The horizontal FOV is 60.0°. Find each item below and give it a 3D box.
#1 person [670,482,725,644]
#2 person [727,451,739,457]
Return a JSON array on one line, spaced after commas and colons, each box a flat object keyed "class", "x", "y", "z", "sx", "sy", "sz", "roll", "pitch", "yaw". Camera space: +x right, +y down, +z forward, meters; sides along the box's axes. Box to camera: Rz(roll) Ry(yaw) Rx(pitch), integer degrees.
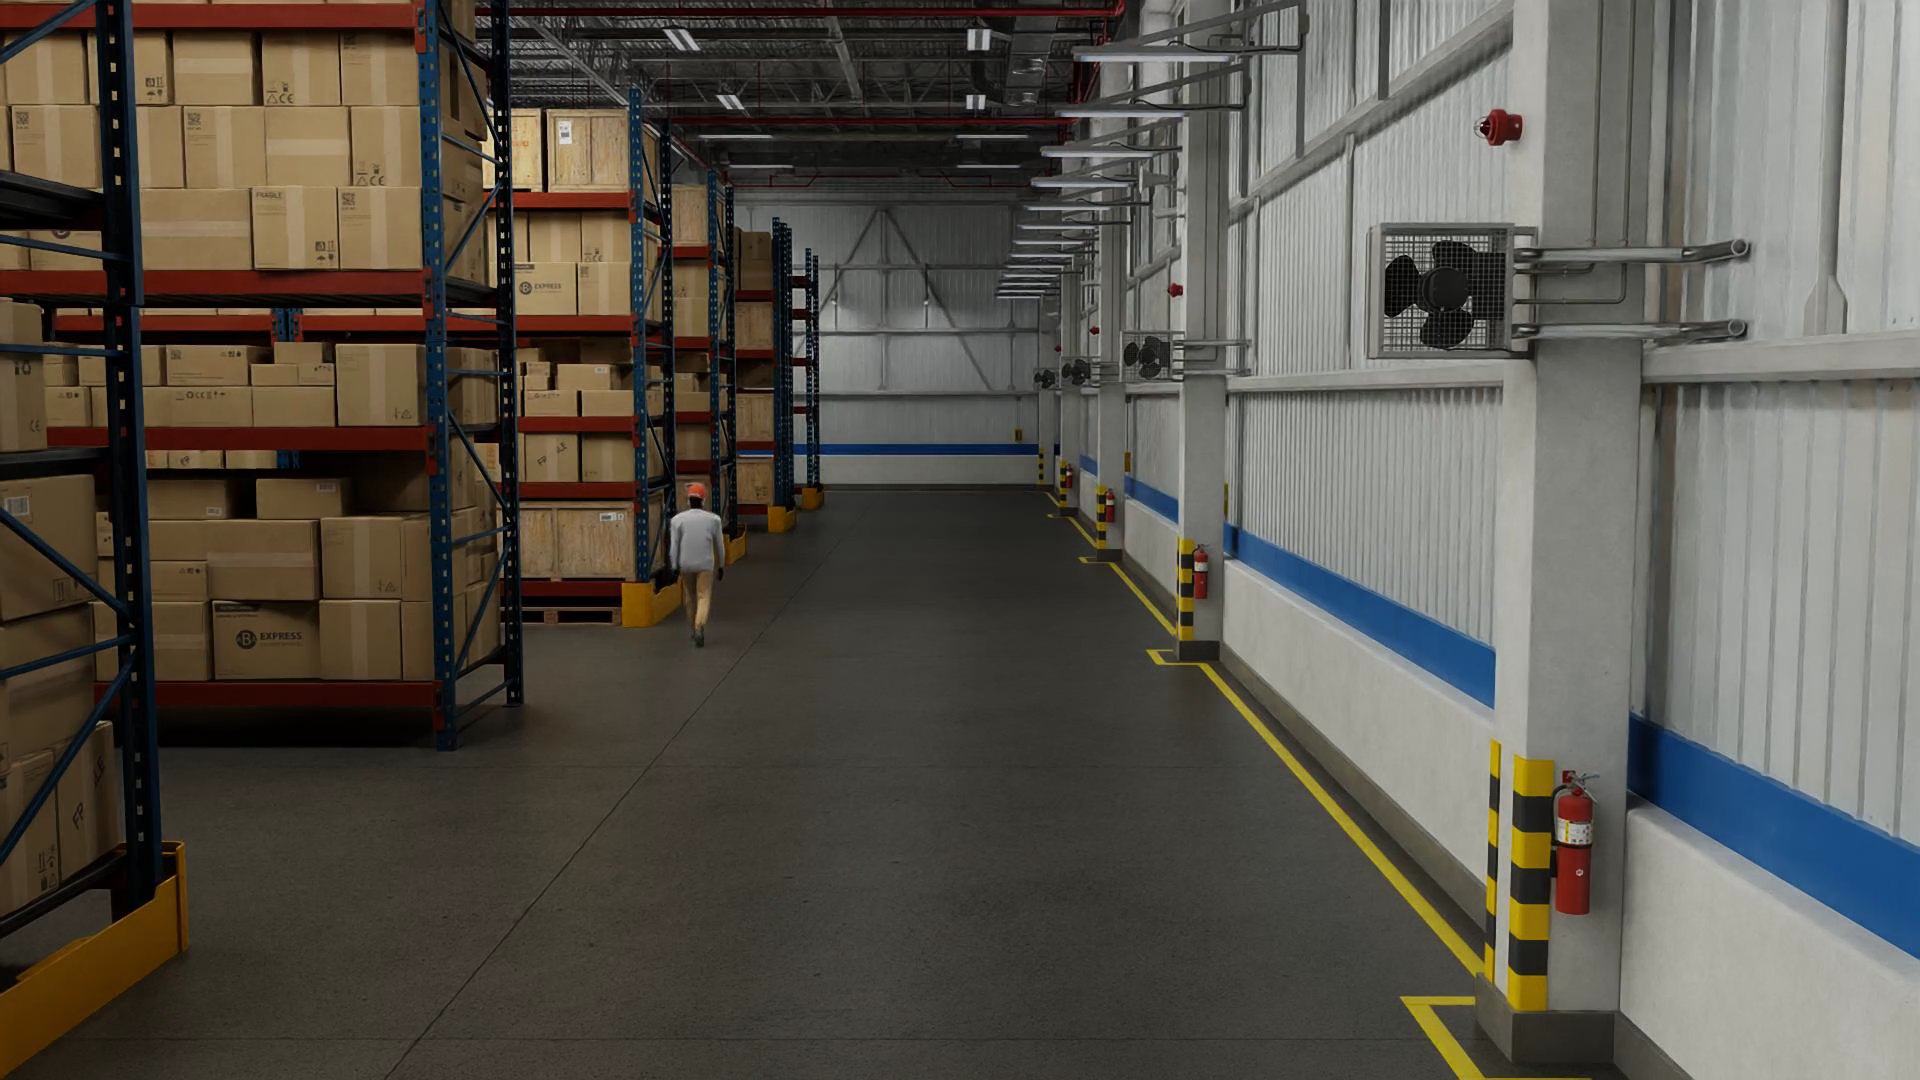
[{"class": "person", "x": -2.797, "y": 0.249, "z": 17.675, "sx": 0.569, "sy": 1.728, "sz": 0.721, "roll": 0, "pitch": 5, "yaw": -2}, {"class": "person", "x": -5.200, "y": -1.465, "z": 38.130, "sx": 0.310, "sy": 1.638, "sz": 0.523, "roll": 1, "pitch": 5, "yaw": 13}]
